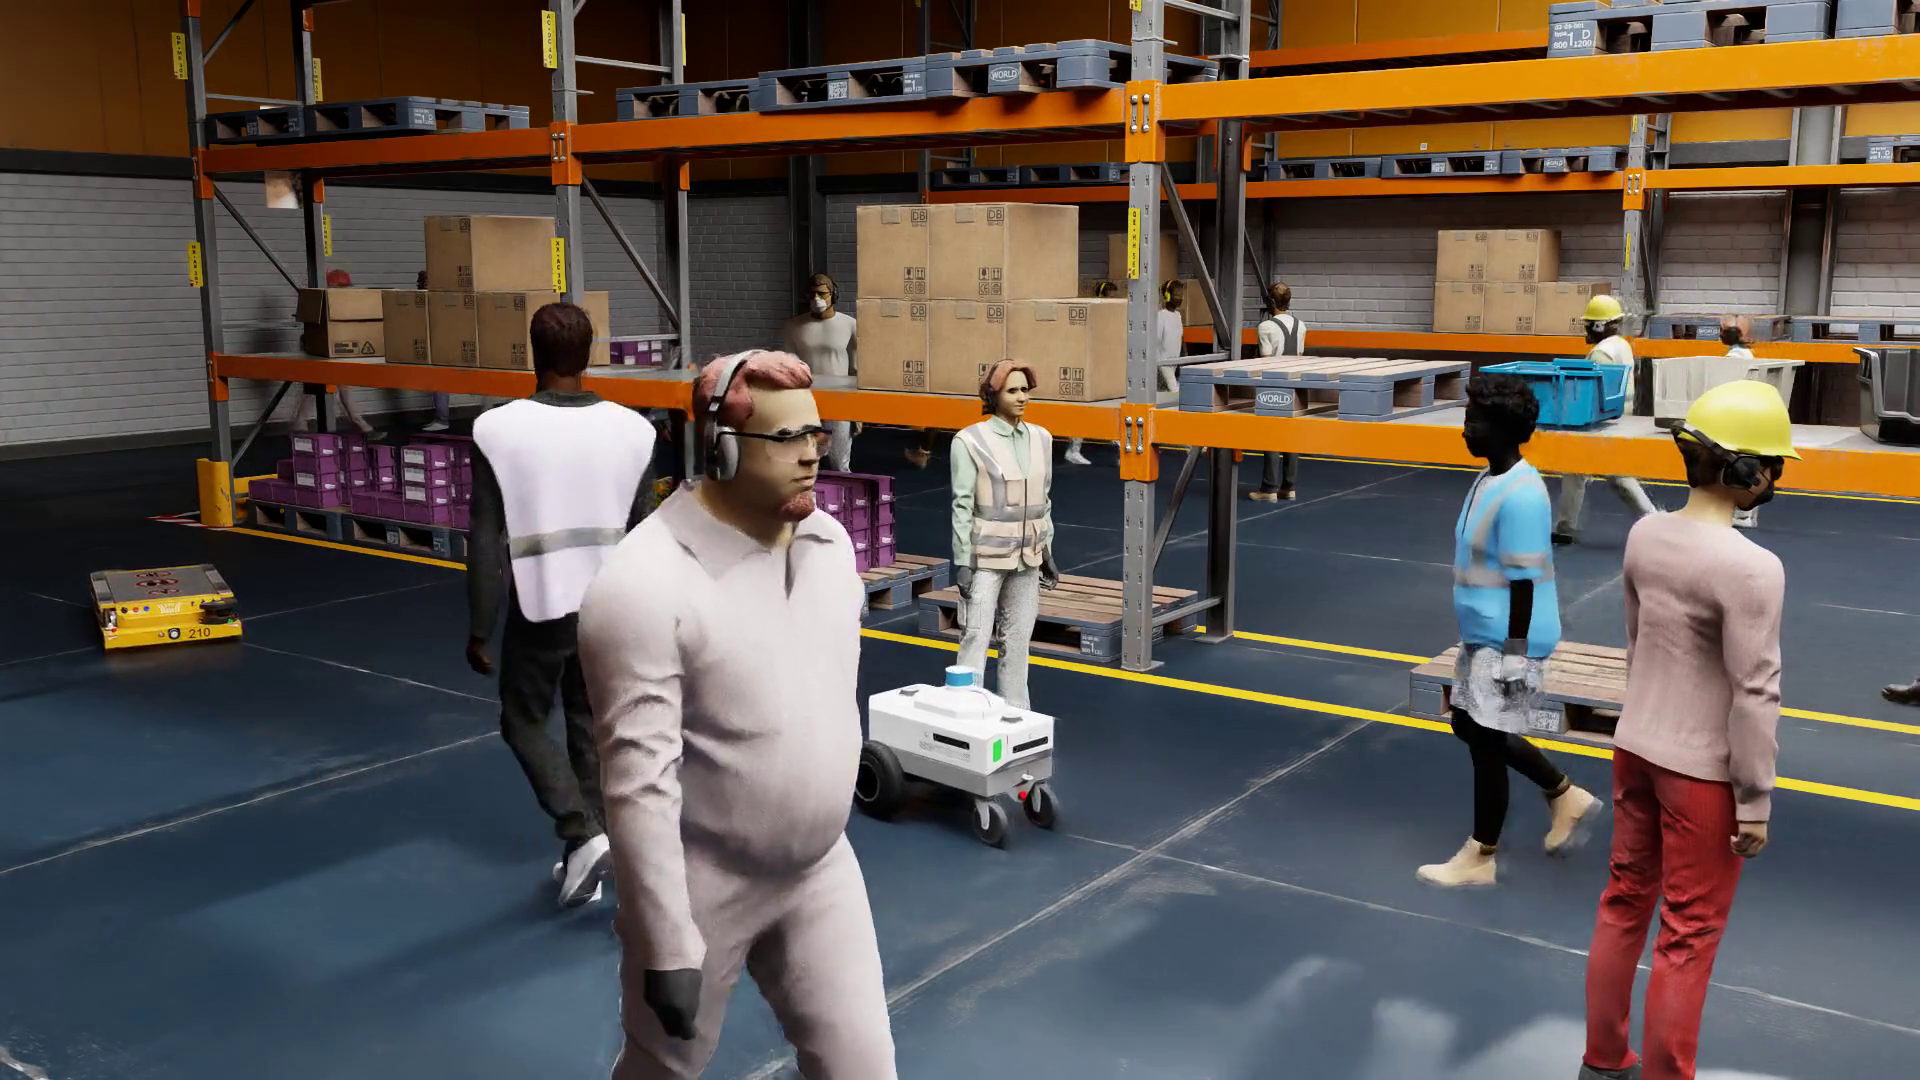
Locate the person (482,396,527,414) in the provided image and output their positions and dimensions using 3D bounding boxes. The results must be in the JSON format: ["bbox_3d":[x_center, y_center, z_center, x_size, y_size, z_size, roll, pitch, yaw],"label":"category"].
[{"bbox_3d":[-5.467,-2.256,19.967,0.642,1.918,0.910,5,11,26],"label":"person"}]

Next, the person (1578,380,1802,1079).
[{"bbox_3d":[1.695,0.516,3.812,0.333,1.761,0.521,-2,10,-11],"label":"person"}]

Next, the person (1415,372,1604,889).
[{"bbox_3d":[1.781,0.304,5.305,0.515,1.680,0.537,1,10,5],"label":"person"}]

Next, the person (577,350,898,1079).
[{"bbox_3d":[-0.315,0.605,2.944,0.981,1.857,0.671,8,12,39],"label":"person"}]

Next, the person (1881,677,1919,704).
[{"bbox_3d":[4.682,-0.148,7.198,1.003,1.954,0.628,7,12,35],"label":"person"}]

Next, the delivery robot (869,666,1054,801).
[{"bbox_3d":[-0.001,0.699,6.013,0.707,0.478,0.477,9,13,44],"label":"delivery robot"}]

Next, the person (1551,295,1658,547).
[{"bbox_3d":[4.545,-0.805,11.583,0.884,1.798,0.602,7,12,37],"label":"person"}]

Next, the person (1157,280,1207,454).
[{"bbox_3d":[2.237,-1.770,17.251,0.969,1.822,0.515,5,11,28],"label":"person"}]

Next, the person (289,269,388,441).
[{"bbox_3d":[-7.027,-2.046,18.570,1.085,1.929,0.624,-1,10,-8],"label":"person"}]

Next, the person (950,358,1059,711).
[{"bbox_3d":[0.175,0.095,6.659,0.514,1.642,0.310,-8,12,-38],"label":"person"}]

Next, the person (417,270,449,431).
[{"bbox_3d":[-6.310,-2.254,19.863,0.399,1.909,0.642,-2,10,-12],"label":"person"}]

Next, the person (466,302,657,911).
[{"bbox_3d":[-1.202,0.222,5.137,0.618,1.899,0.484,-6,12,-34],"label":"person"}]

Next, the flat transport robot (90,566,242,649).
[{"bbox_3d":[-4.442,0.343,9.254,0.652,0.197,1.431,-5,11,-29],"label":"flat transport robot"}]

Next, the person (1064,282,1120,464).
[{"bbox_3d":[1.420,-1.618,16.347,0.962,1.826,0.540,6,11,31],"label":"person"}]

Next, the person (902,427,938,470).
[{"bbox_3d":[-0.137,-1.628,15.858,0.634,1.994,1.012,-8,12,-39],"label":"person"}]

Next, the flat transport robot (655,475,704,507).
[{"bbox_3d":[-1.908,-0.397,13.663,1.431,0.197,0.652,3,10,15],"label":"flat transport robot"}]

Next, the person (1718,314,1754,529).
[{"bbox_3d":[5.765,-0.896,12.614,0.632,1.613,0.534,8,12,40],"label":"person"}]

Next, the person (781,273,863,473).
[{"bbox_3d":[-0.966,-0.907,11.747,0.631,1.940,0.372,1,10,6],"label":"person"}]

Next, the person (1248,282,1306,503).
[{"bbox_3d":[2.657,-1.233,13.964,0.506,1.846,0.346,-7,12,-34],"label":"person"}]
